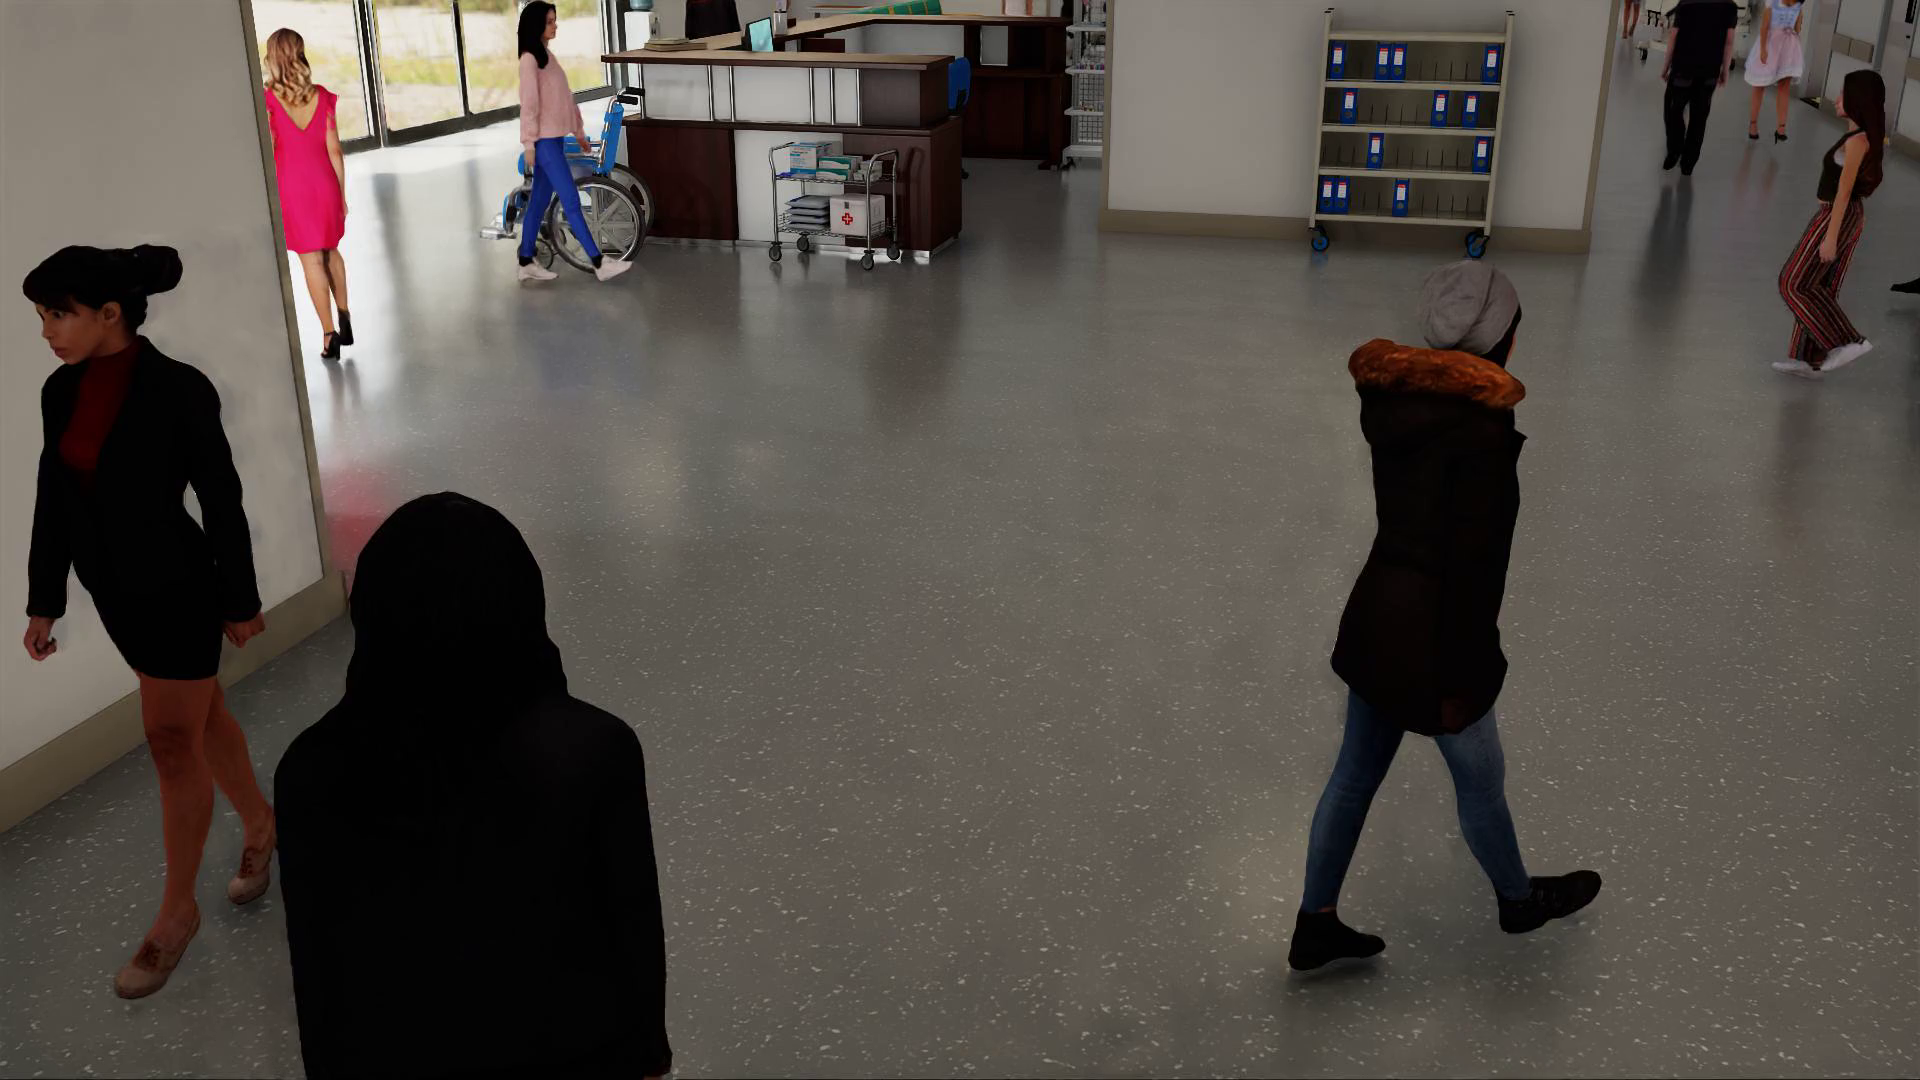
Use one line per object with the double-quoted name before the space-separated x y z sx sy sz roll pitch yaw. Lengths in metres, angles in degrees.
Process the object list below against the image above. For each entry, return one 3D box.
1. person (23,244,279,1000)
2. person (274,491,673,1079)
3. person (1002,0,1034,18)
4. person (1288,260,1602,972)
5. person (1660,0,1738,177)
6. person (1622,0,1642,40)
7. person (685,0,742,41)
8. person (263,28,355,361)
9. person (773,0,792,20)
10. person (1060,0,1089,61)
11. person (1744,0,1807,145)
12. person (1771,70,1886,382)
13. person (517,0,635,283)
"person" -1.756 0.139 3.782 0.809 1.615 0.653 6 22 16
"person" -0.623 0.745 2.203 0.972 1.600 0.980 -7 22 -17
"person" 0.795 -6.817 22.040 1.002 1.692 0.734 8 22 20
"person" 0.923 0.231 3.557 1.099 1.604 0.968 -7 22 -17
"person" 6.574 -4.171 14.856 0.797 1.832 0.787 6 22 16
"person" 12.600 -10.262 31.009 1.050 1.781 0.820 11 23 26
"person" -2.345 -4.564 15.903 0.701 1.825 0.846 -3 21 -9
"person" -3.402 -1.789 8.728 0.703 1.717 0.759 -15 26 -35
"person" -2.700 -7.831 25.300 0.615 1.279 0.577 -6 21 -15
"person" 1.883 -8.594 26.545 0.928 1.824 0.853 -18 27 -39
"person" 8.262 -4.927 16.947 1.147 1.765 0.798 3 21 8
"person" 4.465 -1.546 8.316 0.768 1.555 0.661 12 24 28
"person" -2.691 -2.472 10.507 1.086 1.735 0.752 2 21 5
